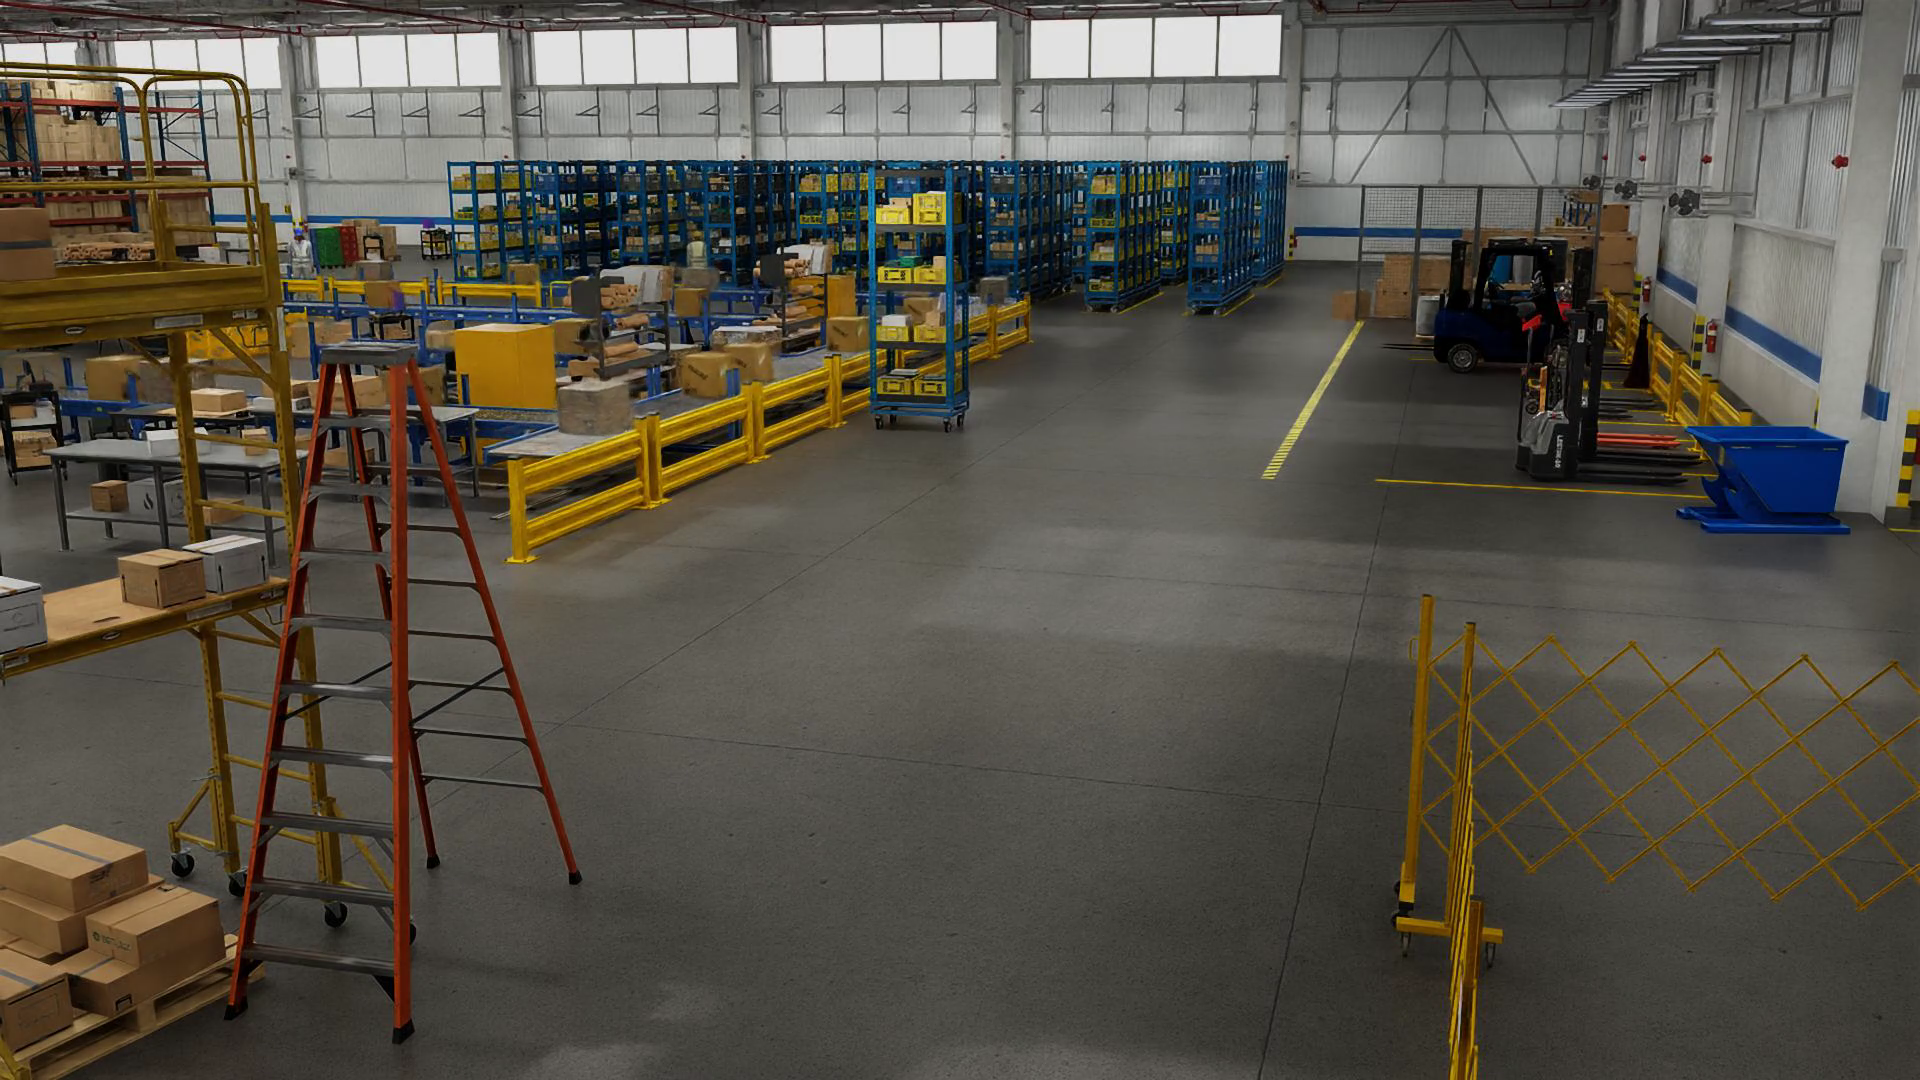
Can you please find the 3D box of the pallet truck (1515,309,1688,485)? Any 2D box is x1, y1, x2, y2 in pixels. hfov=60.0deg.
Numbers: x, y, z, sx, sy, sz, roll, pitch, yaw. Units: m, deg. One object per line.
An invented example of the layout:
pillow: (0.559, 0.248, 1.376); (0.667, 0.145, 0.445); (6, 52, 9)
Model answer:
pallet truck: (7.554, -1.677, 19.446); (1.885, 1.965, 0.823); (3, 13, 14)

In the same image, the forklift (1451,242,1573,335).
forklift: (10.464, -4.597, 31.405); (2.680, 1.987, 1.157); (4, 14, 16)

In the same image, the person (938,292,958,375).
person: (-0.243, -3.554, 27.489); (0.406, 2.035, 0.602); (0, 13, -2)

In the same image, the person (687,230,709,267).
person: (-6.986, -7.354, 44.384); (0.602, 1.812, 0.634); (-1, 13, -3)

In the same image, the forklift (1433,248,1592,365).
forklift: (9.780, -4.111, 29.280); (2.680, 1.987, 1.157); (3, 13, 14)

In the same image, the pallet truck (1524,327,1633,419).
pallet truck: (9.065, -2.460, 24.370); (1.522, 1.261, 0.704); (3, 13, 14)

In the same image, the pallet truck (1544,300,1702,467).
pallet truck: (8.263, -1.952, 20.631); (1.885, 1.965, 0.823); (5, 14, 20)

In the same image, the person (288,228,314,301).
person: (-16.949, -7.058, 42.798); (0.609, 1.943, 0.402); (-7, 15, -26)

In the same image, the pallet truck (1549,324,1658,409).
pallet truck: (9.824, -2.669, 25.407); (1.601, 1.201, 0.680); (4, 14, 16)

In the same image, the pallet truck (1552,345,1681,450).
pallet truck: (8.641, -1.896, 21.908); (1.630, 1.274, 0.653); (4, 14, 16)
